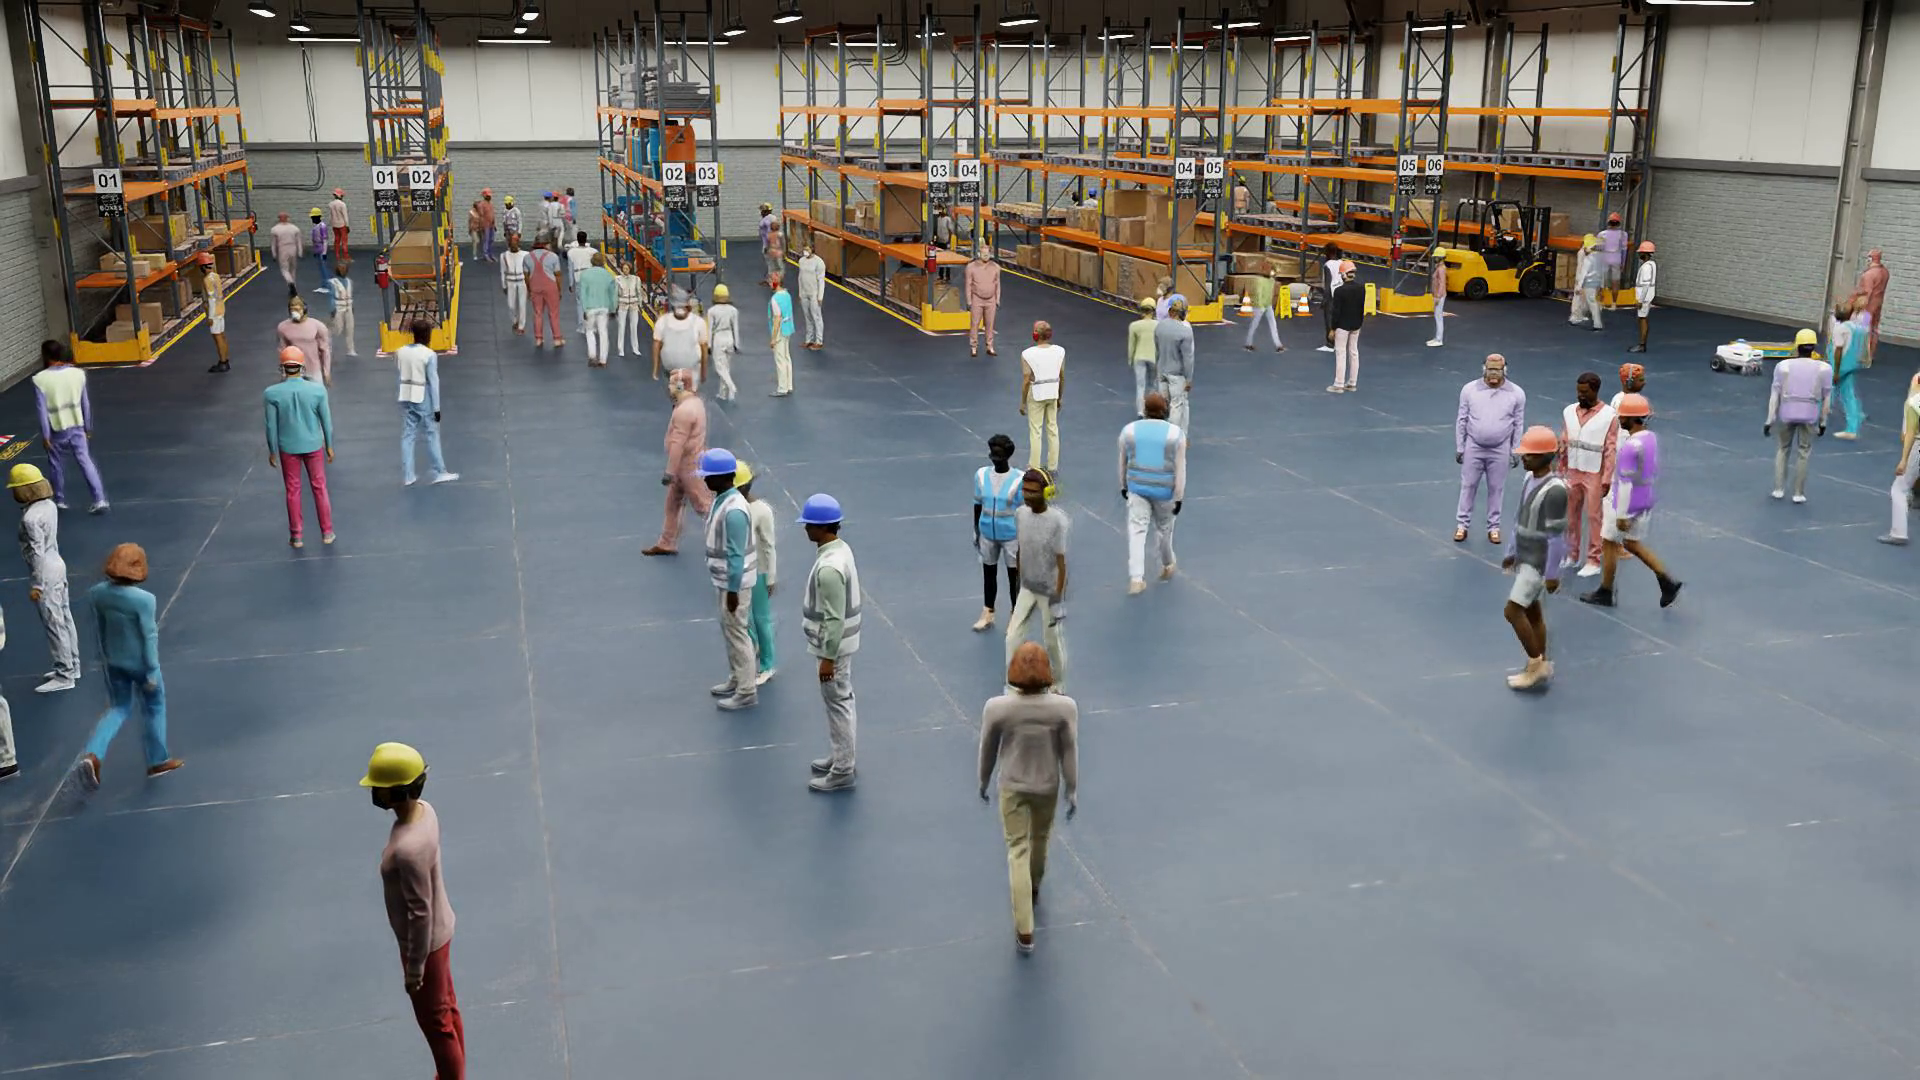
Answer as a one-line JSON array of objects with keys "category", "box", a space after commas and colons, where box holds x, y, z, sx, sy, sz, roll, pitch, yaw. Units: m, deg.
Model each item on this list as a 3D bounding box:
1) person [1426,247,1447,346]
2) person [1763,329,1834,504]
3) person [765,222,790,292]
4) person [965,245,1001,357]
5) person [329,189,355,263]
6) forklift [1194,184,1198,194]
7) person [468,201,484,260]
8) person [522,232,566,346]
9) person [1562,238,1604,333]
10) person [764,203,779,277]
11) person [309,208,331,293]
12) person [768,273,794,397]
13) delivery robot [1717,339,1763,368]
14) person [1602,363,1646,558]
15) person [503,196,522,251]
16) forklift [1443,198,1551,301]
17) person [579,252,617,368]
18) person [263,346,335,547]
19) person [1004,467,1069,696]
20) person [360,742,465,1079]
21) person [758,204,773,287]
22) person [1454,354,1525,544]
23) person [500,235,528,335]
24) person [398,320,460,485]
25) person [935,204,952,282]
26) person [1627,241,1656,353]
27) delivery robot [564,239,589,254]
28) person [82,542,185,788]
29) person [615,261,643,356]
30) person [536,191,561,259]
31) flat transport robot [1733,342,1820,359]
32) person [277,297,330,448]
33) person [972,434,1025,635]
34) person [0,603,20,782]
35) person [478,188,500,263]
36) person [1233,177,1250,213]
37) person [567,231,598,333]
[{"category": "person", "box": [8.577, -4.368, 29.900, 0.319, 1.767, 0.534, 4, 15, 14]}, {"category": "person", "box": [9.228, -1.366, 18.325, 0.620, 1.923, 0.407, 8, 17, 28]}, {"category": "person", "box": [-4.225, -6.500, 38.218, 0.573, 1.605, 0.406, 6, 16, 23]}, {"category": "person", "box": [0.408, -4.131, 28.731, 0.641, 1.913, 0.407, -5, 16, -17]}, {"category": "person", "box": [-16.778, -8.508, 45.061, 0.611, 1.985, 0.394, 7, 16, 25]}, {"category": "forklift", "box": [7.392, -11.333, 53.972, 1.873, 2.768, 1.129, -4, 15, -15]}, {"category": "person", "box": [-13.288, -8.533, 45.848, 0.522, 1.625, 0.329, -9, 17, -31]}, {"category": "person", "box": [-7.472, -4.526, 29.967, 0.674, 2.000, 0.537, 2, 15, 7]}, {"category": "person", "box": [11.942, -4.871, 31.766, 0.605, 1.774, 0.939, -13, 20, -40]}, {"category": "person", "box": [-4.769, -7.515, 41.657, 0.413, 1.820, 0.611, 5, 16, 19]}, {"category": "person", "box": [-14.667, -6.636, 38.126, 0.369, 1.927, 0.587, -14, 20, -41]}, {"category": "person", "box": [-2.669, -3.058, 24.818, 0.373, 1.843, 0.572, 4, 15, 13]}, {"category": "delivery robot", "box": [12.623, -3.006, 26.918, 0.477, 0.478, 0.707, -6, 16, -22]}, {"category": "person", "box": [6.438, -0.776, 16.163, 0.355, 1.882, 0.575, 5, 16, 18]}, {"category": "person", "box": [-11.960, -8.249, 44.376, 0.598, 1.830, 0.403, 8, 17, 26]}, {"category": "forklift", "box": [11.913, -6.508, 37.130, 2.313, 2.155, 1.214, -4, 15, -15]}, {"category": "person", "box": [-5.978, -3.810, 27.566, 0.630, 1.890, 0.697, -7, 16, -25]}, {"category": "person", "box": [-6.547, -0.927, 16.512, 0.626, 1.992, 0.387, -7, 17, -26]}, {"category": "person", "box": [0.519, 0.400, 11.803, 0.541, 1.840, 0.780, 12, 19, 38]}, {"category": "person", "box": [-2.319, 1.695, 7.083, 0.329, 1.767, 0.529, -3, 15, -13]}, {"category": "person", "box": [-4.592, -6.976, 39.382, 0.371, 1.941, 0.627, -3, 15, -13]}, {"category": "person", "box": [5.273, -0.909, 16.614, 0.640, 1.910, 0.401, 4, 16, 16]}, {"category": "person", "box": [-8.332, -4.788, 31.290, 0.580, 1.869, 0.414, -2, 15, -8]}, {"category": "person", "box": [-6.223, -1.579, 19.212, 0.602, 1.886, 0.645, 7, 17, 26]}, {"category": "person", "box": [-0.422, -7.238, 40.502, 0.321, 1.871, 0.532, -13, 20, -40]}, {"category": "person", "box": [11.947, -4.244, 29.101, 0.364, 1.939, 0.542, 8, 17, 28]}, {"category": "delivery robot", "box": [-10.633, -8.121, 46.163, 0.477, 0.478, 0.707, 10, 18, 34]}, {"category": "person", "box": [-5.366, 0.817, 10.686, 0.512, 1.607, 0.648, 4, 16, 16]}, {"category": "person", "box": [-5.748, -4.010, 28.803, 0.515, 1.636, 0.314, -7, 16, -25]}, {"category": "person", "box": [-11.389, -8.627, 45.728, 0.865, 1.886, 0.640, -12, 19, -39]}, {"category": "flat transport robot", "box": [13.949, -3.271, 28.637, 1.431, 0.197, 0.652, 2, 15, 8]}, {"category": "person", "box": [-8.318, -2.124, 21.126, 0.635, 1.937, 0.352, -1, 15, -4]}, {"category": "person", "box": [0.340, -0.050, 13.781, 0.540, 1.695, 0.317, 7, 17, 26]}, {"category": "person", "box": [-6.401, 0.685, 10.765, 0.403, 1.828, 0.595, -10, 18, -34]}, {"category": "person", "box": [-12.781, -8.526, 45.105, 0.385, 1.993, 0.624, 5, 16, 18]}, {"category": "person", "box": [9.006, -10.686, 53.384, 0.584, 1.919, 0.382, 7, 16, 24]}, {"category": "person", "box": [-7.128, -4.891, 31.578, 0.596, 1.917, 0.372, -6, 16, -20]}]
